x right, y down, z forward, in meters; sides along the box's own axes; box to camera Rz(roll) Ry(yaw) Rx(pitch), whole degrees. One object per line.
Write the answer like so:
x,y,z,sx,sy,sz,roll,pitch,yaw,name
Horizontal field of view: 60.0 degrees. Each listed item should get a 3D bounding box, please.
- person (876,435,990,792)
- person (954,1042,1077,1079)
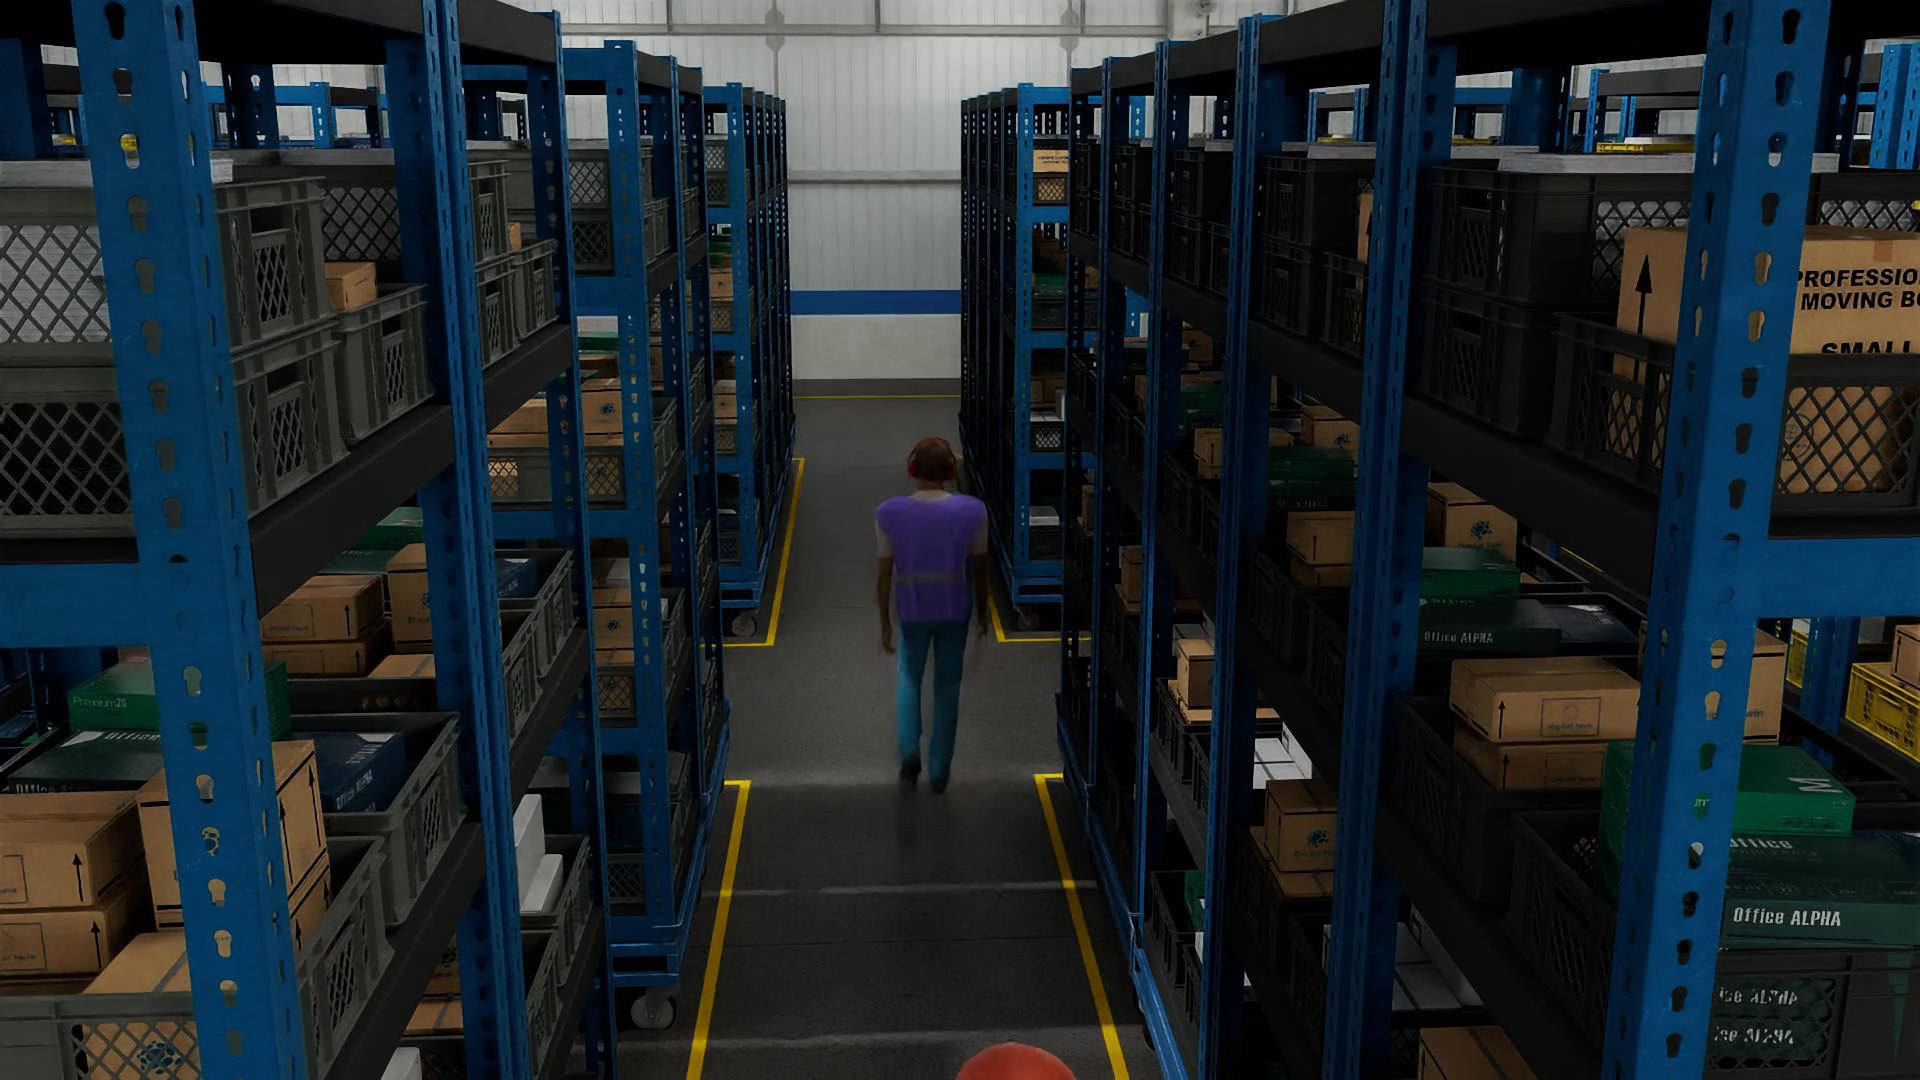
-0.132,0.378,8.448,0.572,1.824,0.462,0,14,1,person
0.182,1.782,2.540,0.689,1.940,0.735,3,14,11,person
